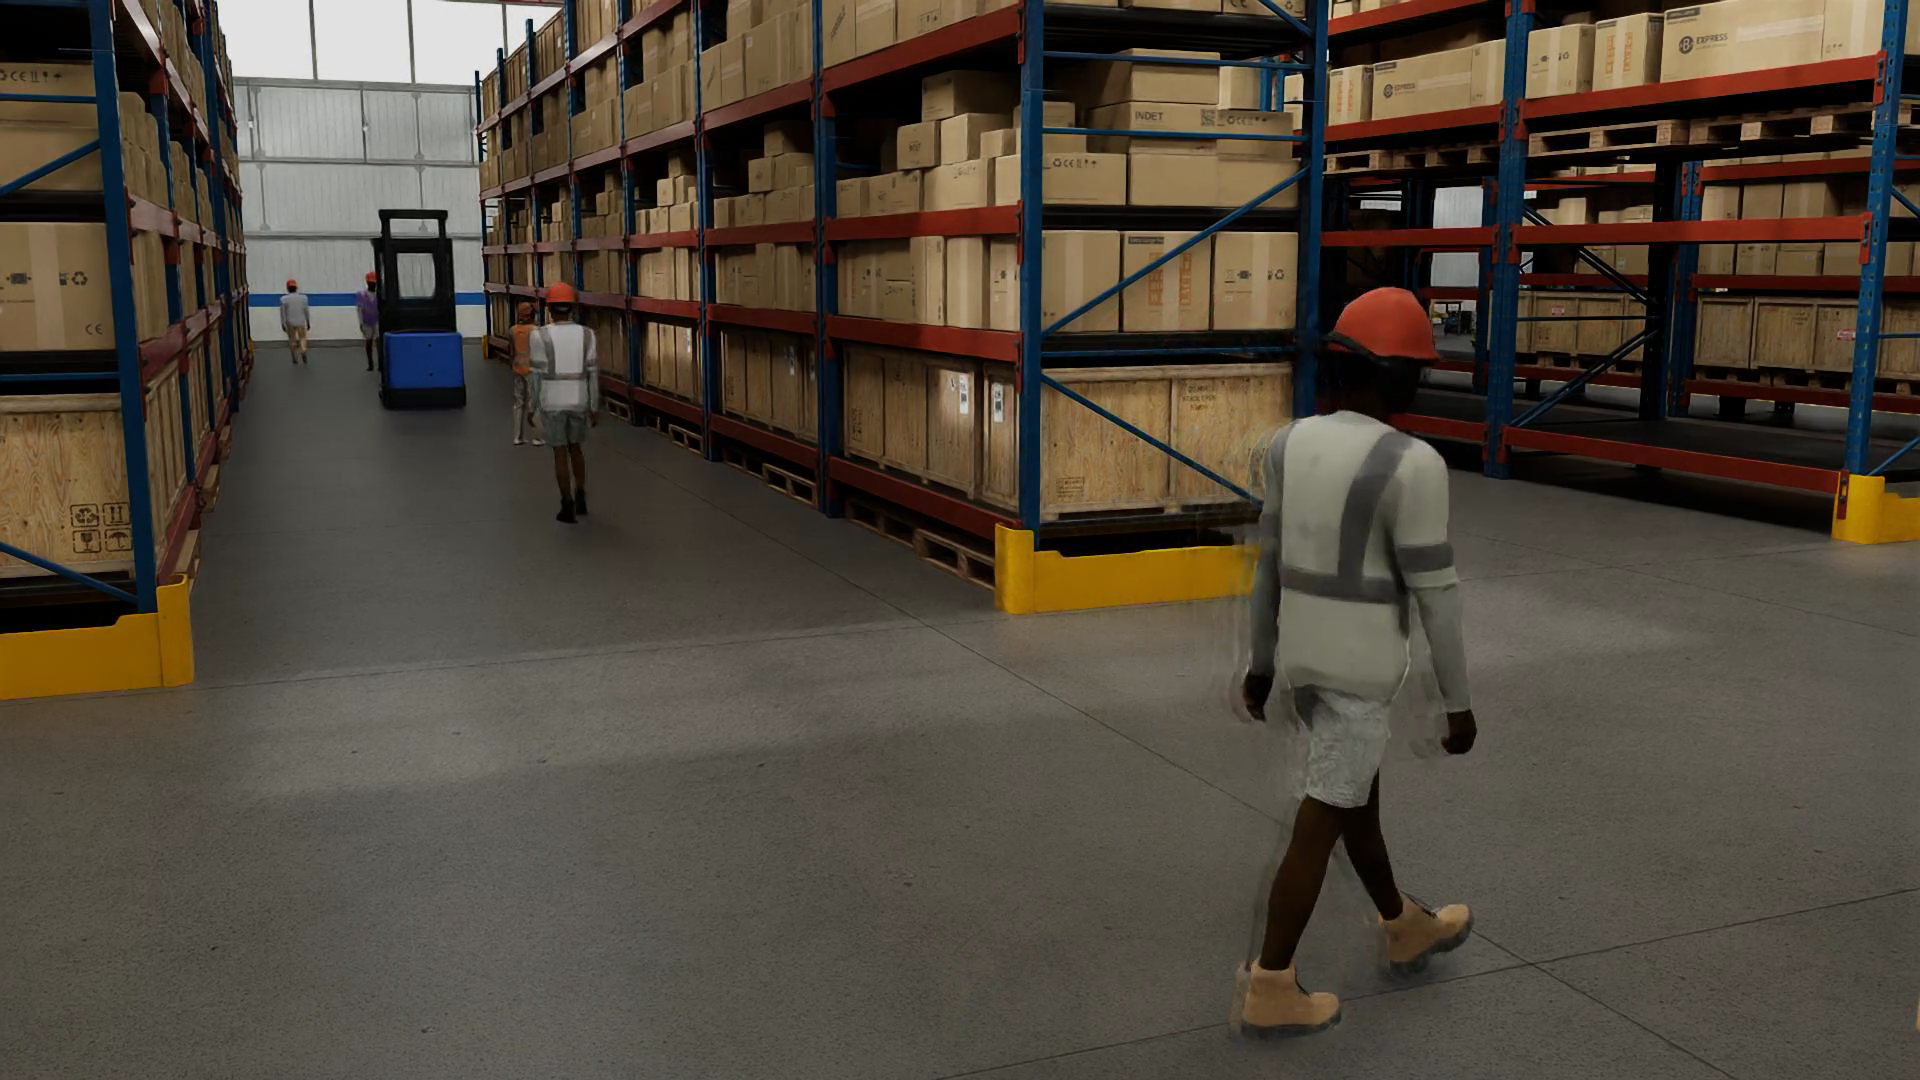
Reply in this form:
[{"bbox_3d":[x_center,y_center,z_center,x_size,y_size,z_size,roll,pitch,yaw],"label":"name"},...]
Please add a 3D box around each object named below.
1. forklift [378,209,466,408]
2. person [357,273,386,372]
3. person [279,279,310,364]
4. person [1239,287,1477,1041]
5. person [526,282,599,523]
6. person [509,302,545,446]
[{"bbox_3d":[-7.813,-3.359,23.981,1.129,2.768,1.873,-4,10,-22],"label":"forklift"},{"bbox_3d":[-11.153,-4.125,31.588,0.544,1.885,1.056,-4,10,-20],"label":"person"},{"bbox_3d":[-13.574,-4.457,33.940,0.570,1.735,0.375,-5,11,-27],"label":"person"},{"bbox_3d":[1.150,0.330,4.522,1.000,1.994,0.633,-5,11,-26],"label":"person"},{"bbox_3d":[-3.205,-1.098,13.338,0.544,1.919,0.577,-7,12,-34],"label":"person"},{"bbox_3d":[-4.886,-1.876,18.839,0.520,1.631,0.317,5,11,27],"label":"person"}]
